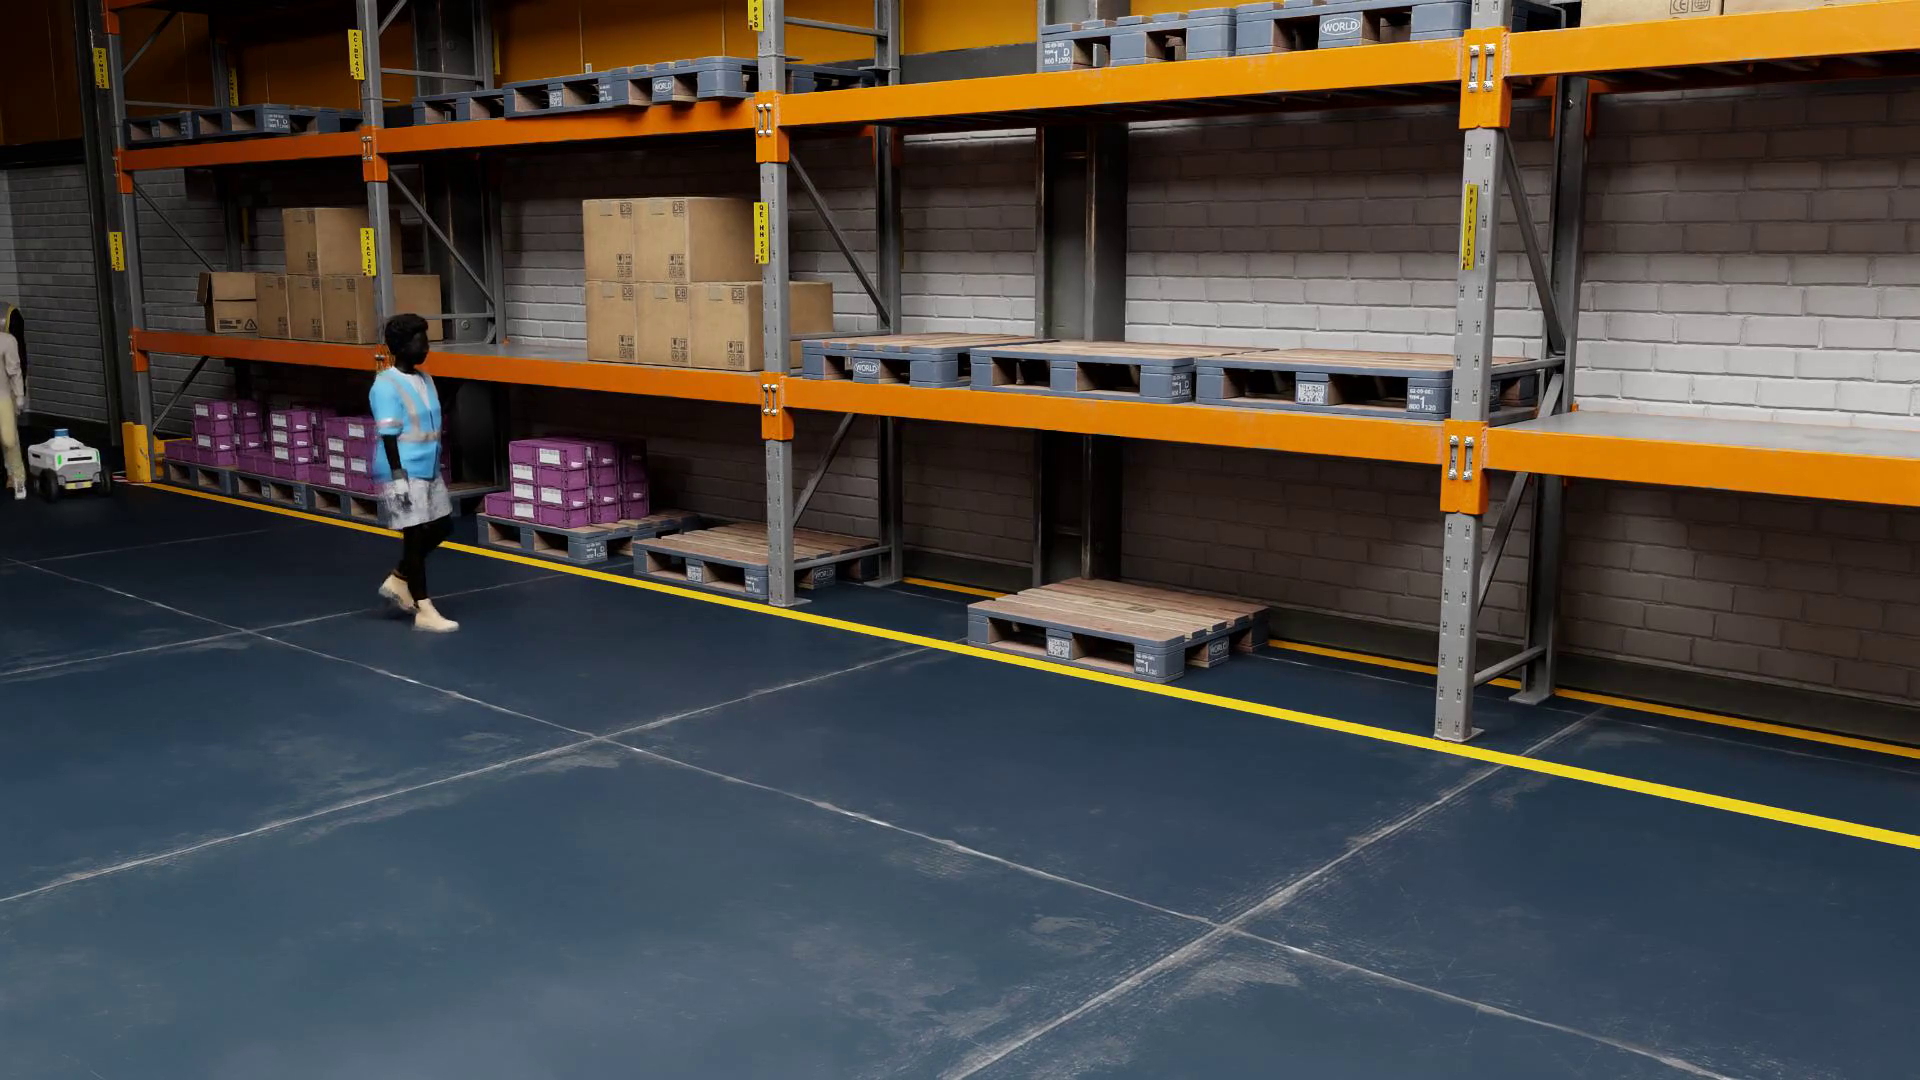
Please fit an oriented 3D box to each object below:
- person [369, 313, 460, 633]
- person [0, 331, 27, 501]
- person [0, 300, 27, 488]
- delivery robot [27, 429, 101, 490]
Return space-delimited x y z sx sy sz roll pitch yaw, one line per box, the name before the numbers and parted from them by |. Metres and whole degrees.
person | -2.900 -0.352 8.787 0.495 1.693 0.539 2 10 12
person | -7.745 -1.102 13.231 0.521 1.632 0.342 -3 10 -17
person | -8.198 -1.341 13.991 0.634 1.839 0.429 -3 10 -16
delivery robot | -7.269 -0.658 13.486 0.707 0.478 0.477 9 13 42
